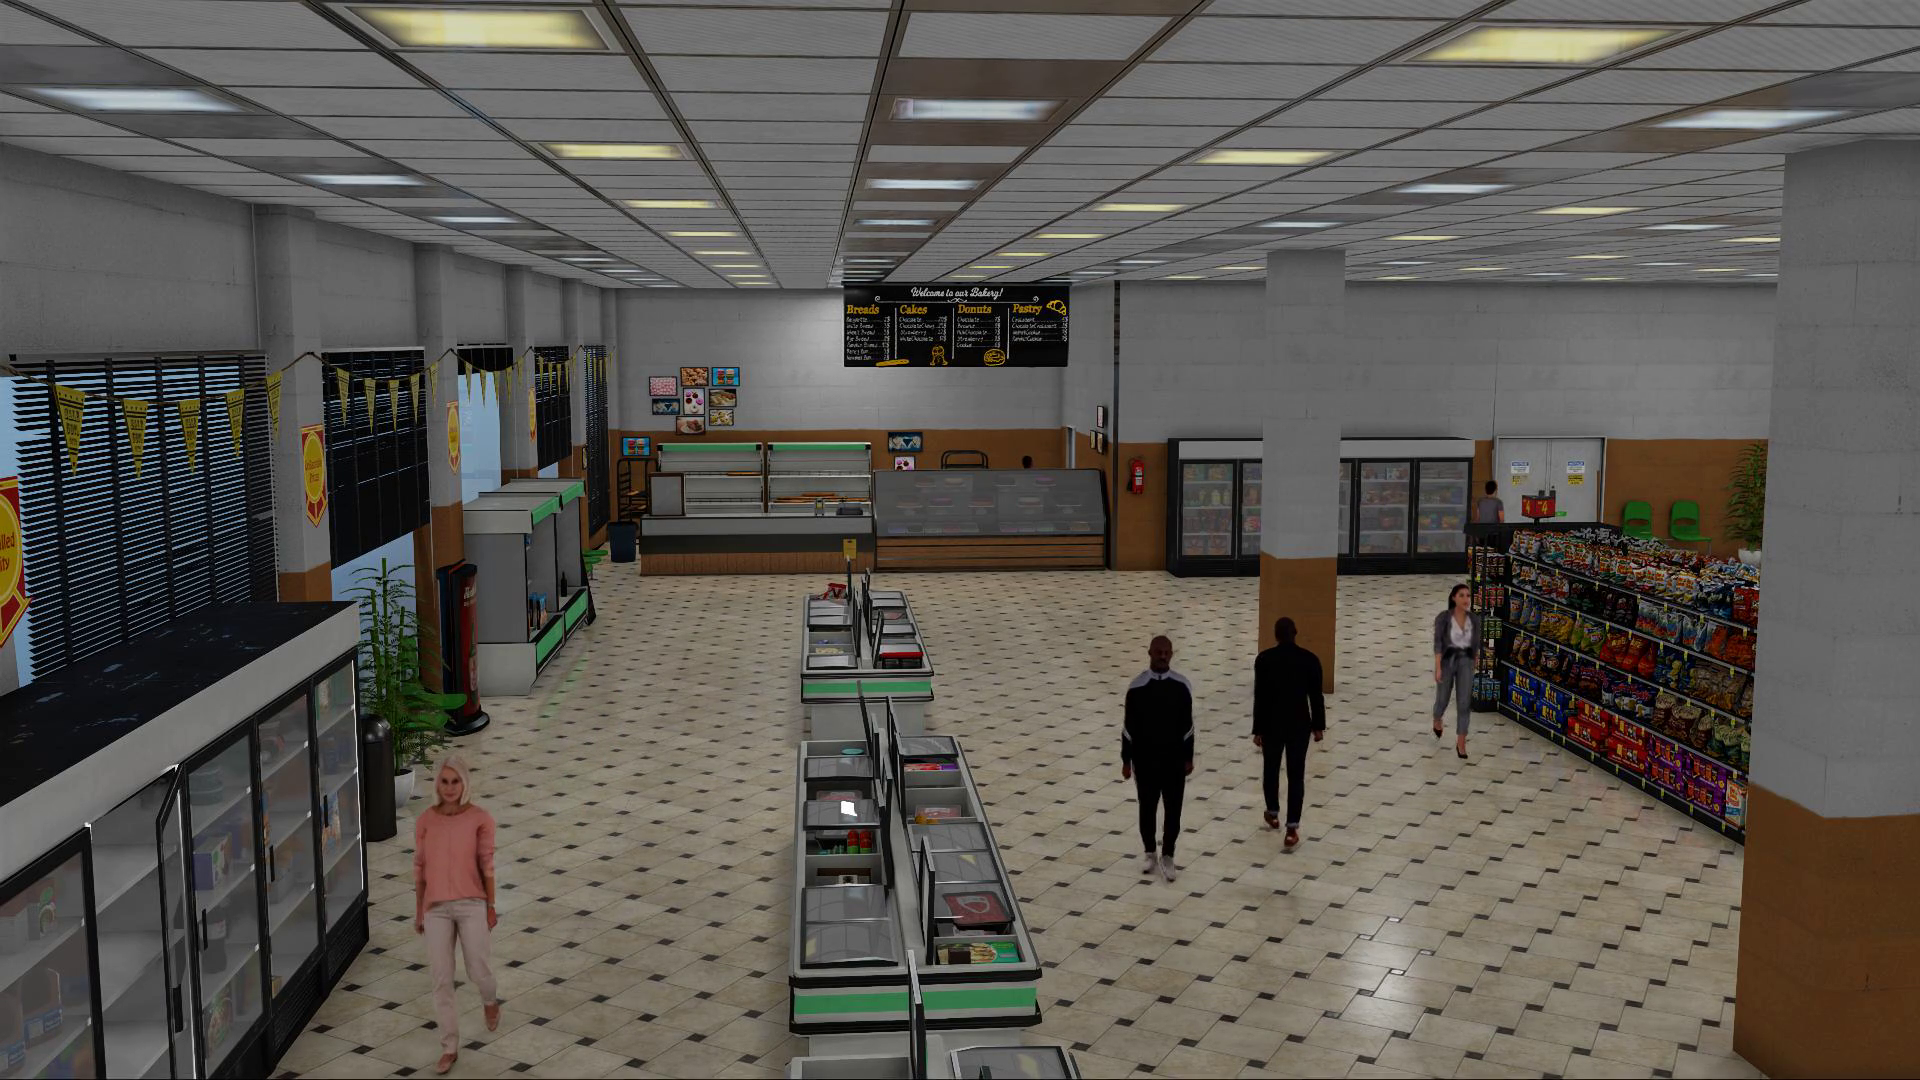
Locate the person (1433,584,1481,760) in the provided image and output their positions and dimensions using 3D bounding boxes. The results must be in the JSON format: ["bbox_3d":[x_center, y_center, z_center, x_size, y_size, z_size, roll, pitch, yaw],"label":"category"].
[{"bbox_3d":[4.765,1.252,16.091,0.701,1.654,1.053,0,7,3],"label":"person"}]

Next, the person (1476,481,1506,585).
[{"bbox_3d":[8.438,-0.052,26.595,1.116,1.723,1.182,-6,9,-39],"label":"person"}]

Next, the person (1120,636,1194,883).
[{"bbox_3d":[1.501,1.598,12.562,0.776,1.813,0.833,1,7,6],"label":"person"}]

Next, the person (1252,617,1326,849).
[{"bbox_3d":[2.580,1.576,13.173,0.891,1.710,1.087,1,7,10],"label":"person"}]

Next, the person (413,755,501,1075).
[{"bbox_3d":[-2.802,2.041,9.317,0.634,1.713,0.873,0,7,-1],"label":"person"}]
